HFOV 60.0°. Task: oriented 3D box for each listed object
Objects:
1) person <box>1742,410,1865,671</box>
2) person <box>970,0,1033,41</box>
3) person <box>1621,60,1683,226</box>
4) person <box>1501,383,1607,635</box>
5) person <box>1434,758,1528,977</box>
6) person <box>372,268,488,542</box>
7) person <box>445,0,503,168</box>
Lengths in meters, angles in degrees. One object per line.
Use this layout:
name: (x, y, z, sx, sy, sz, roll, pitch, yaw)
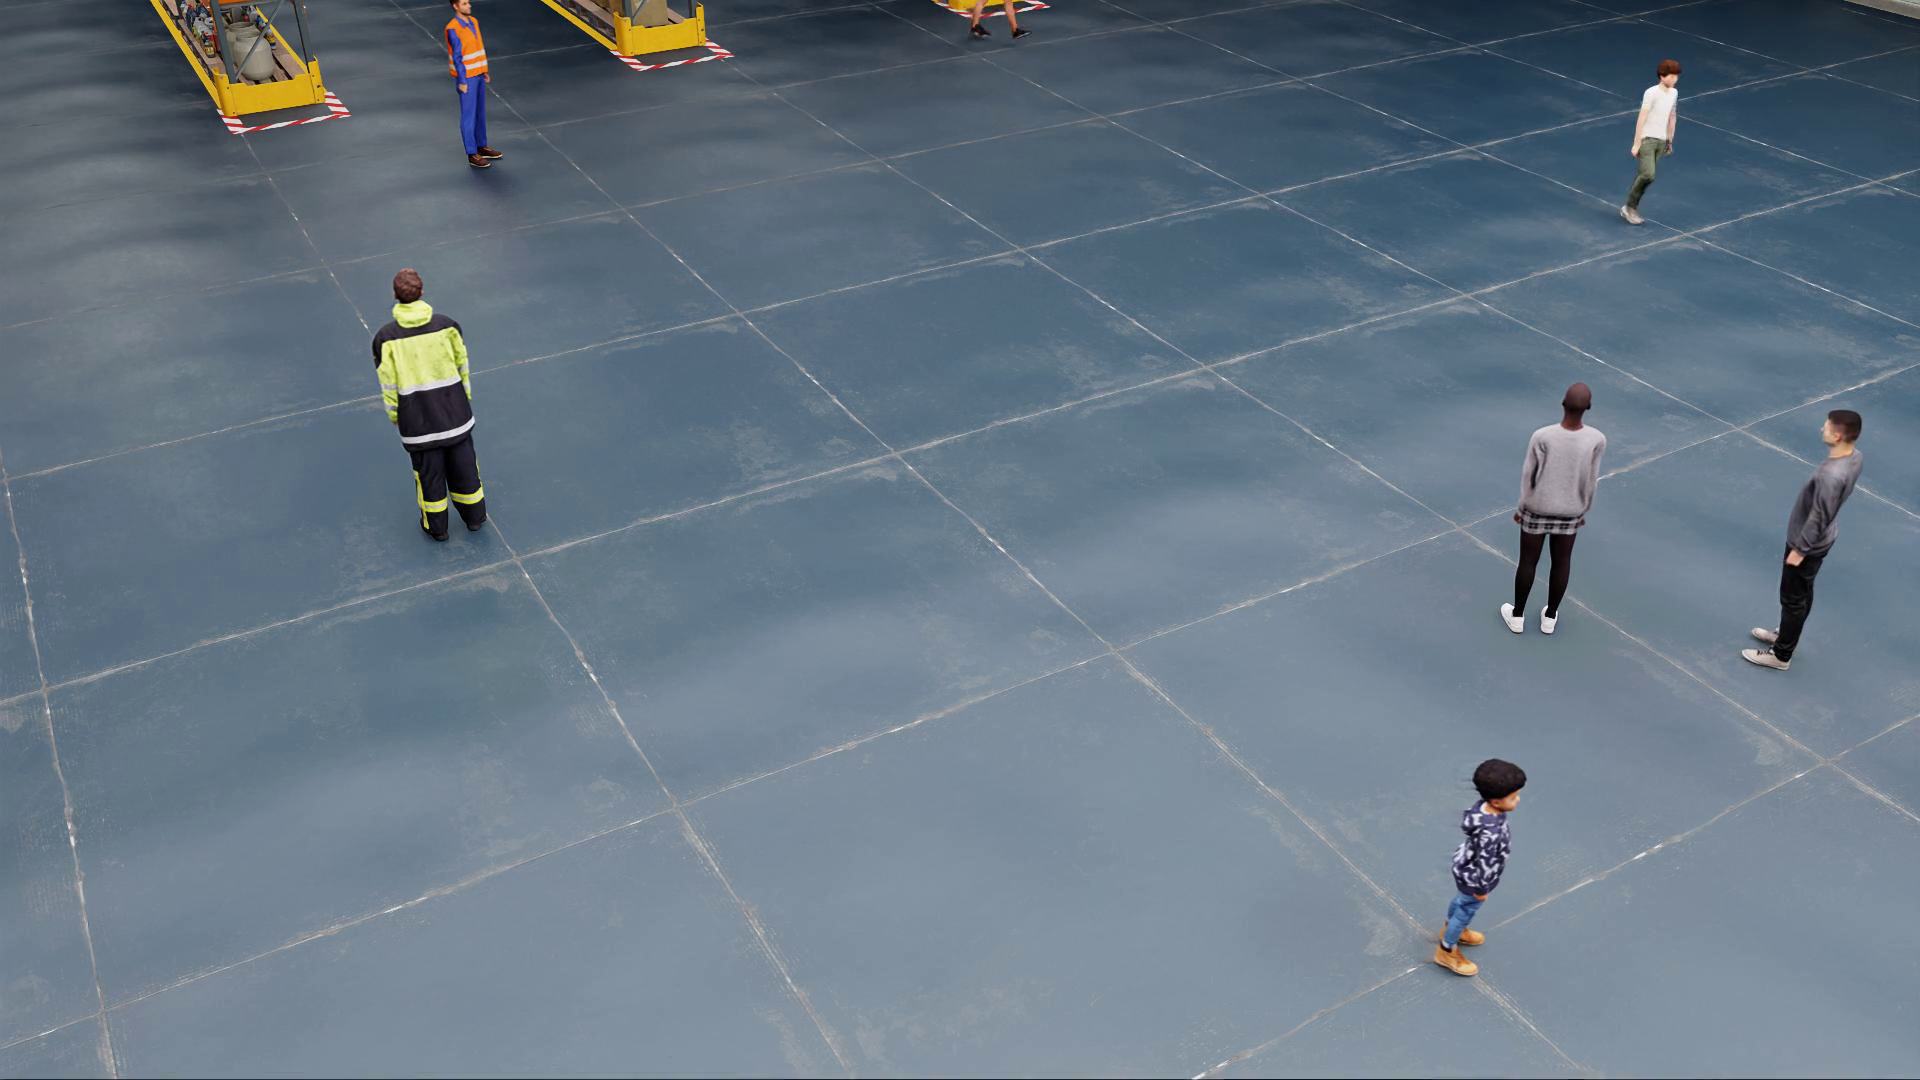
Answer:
person: (5.211, -0.006, 10.170, 0.665, 1.766, 0.689, 23, 39, 32)
person: (0.390, -7.572, 22.132, 1.299, 1.799, 1.040, 20, 38, 29)
person: (6.830, -3.987, 16.590, 0.595, 1.650, 0.593, -15, 35, -22)
person: (3.735, -0.192, 10.459, 0.697, 1.772, 0.729, 4, 32, 6)
person: (2.532, 1.583, 8.138, 0.612, 1.246, 0.569, 12, 34, 18)
person: (-3.641, -0.929, 11.430, 0.759, 1.983, 0.620, -18, 36, -26)
person: (-5.309, -5.019, 18.025, 0.837, 1.863, 0.780, 8, 33, 13)
